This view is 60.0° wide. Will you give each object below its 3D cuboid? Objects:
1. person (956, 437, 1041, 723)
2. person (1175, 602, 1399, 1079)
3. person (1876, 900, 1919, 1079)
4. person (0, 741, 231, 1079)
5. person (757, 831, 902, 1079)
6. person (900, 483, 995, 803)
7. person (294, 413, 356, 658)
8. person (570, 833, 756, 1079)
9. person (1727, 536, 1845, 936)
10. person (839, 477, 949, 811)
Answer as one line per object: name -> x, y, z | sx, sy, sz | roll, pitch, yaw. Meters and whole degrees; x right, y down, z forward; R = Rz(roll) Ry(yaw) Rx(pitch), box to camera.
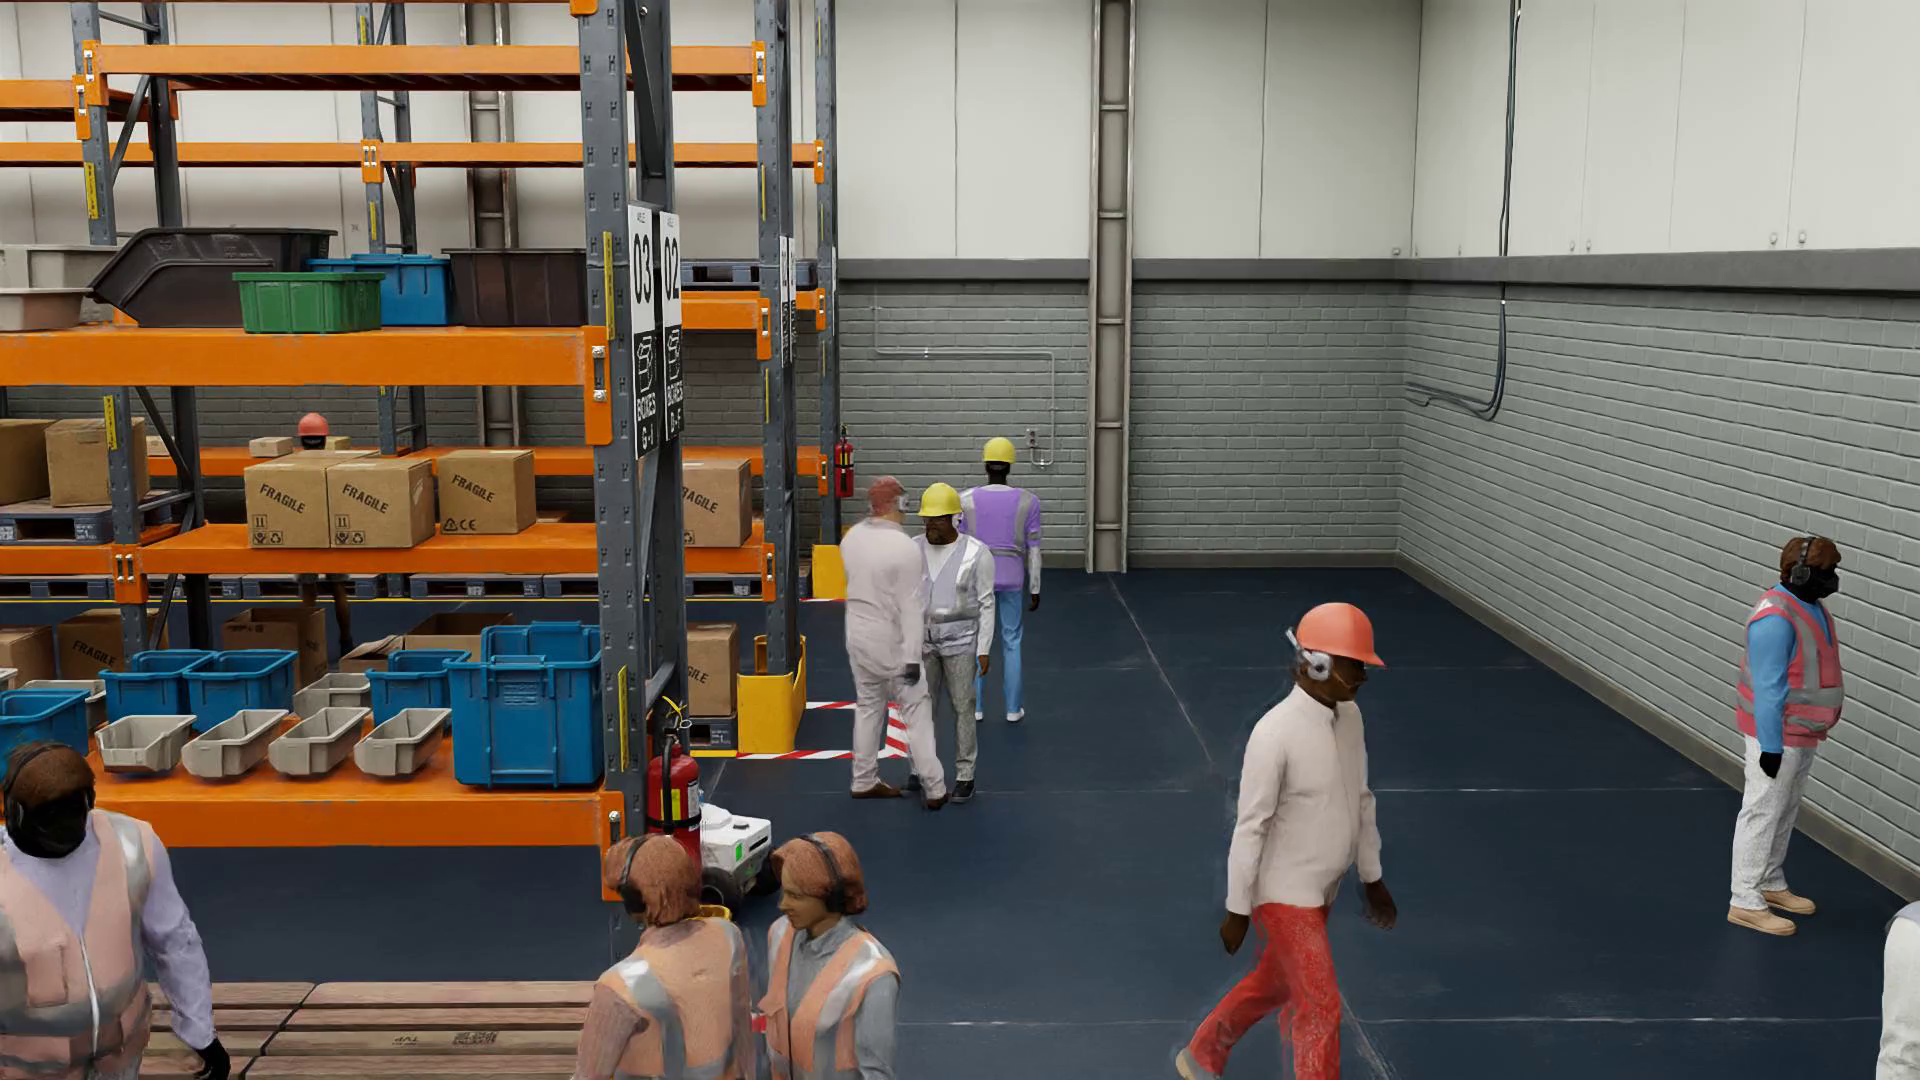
person -> 0.243, 0.272, 11.137 | 0.594, 1.918, 0.401 | 0, 9, 2
person -> 1.104, 1.154, 5.667 | 0.946, 1.951, 0.611 | 7, 11, 35
person -> 2.401, 1.444, 3.849 | 0.604, 1.949, 0.389 | -1, 9, -8
person -> -2.351, 1.415, 4.483 | 0.917, 1.792, 0.654 | 7, 12, 37
person -> -0.325, 1.533, 4.282 | 0.315, 1.631, 0.519 | -8, 12, -40
person -> -0.103, 0.582, 9.491 | 0.602, 1.830, 0.404 | 4, 10, 22
person -> -4.925, -0.010, 12.808 | 0.551, 1.932, 0.378 | -3, 10, -19
person -> -0.782, 1.538, 4.270 | 0.701, 1.606, 0.537 | 5, 10, 26
person -> 3.817, 0.883, 7.663 | 0.431, 1.835, 0.624 | 8, 12, 41
person -> -0.378, 0.584, 9.378 | 0.474, 1.879, 0.662 | -9, 13, -43
